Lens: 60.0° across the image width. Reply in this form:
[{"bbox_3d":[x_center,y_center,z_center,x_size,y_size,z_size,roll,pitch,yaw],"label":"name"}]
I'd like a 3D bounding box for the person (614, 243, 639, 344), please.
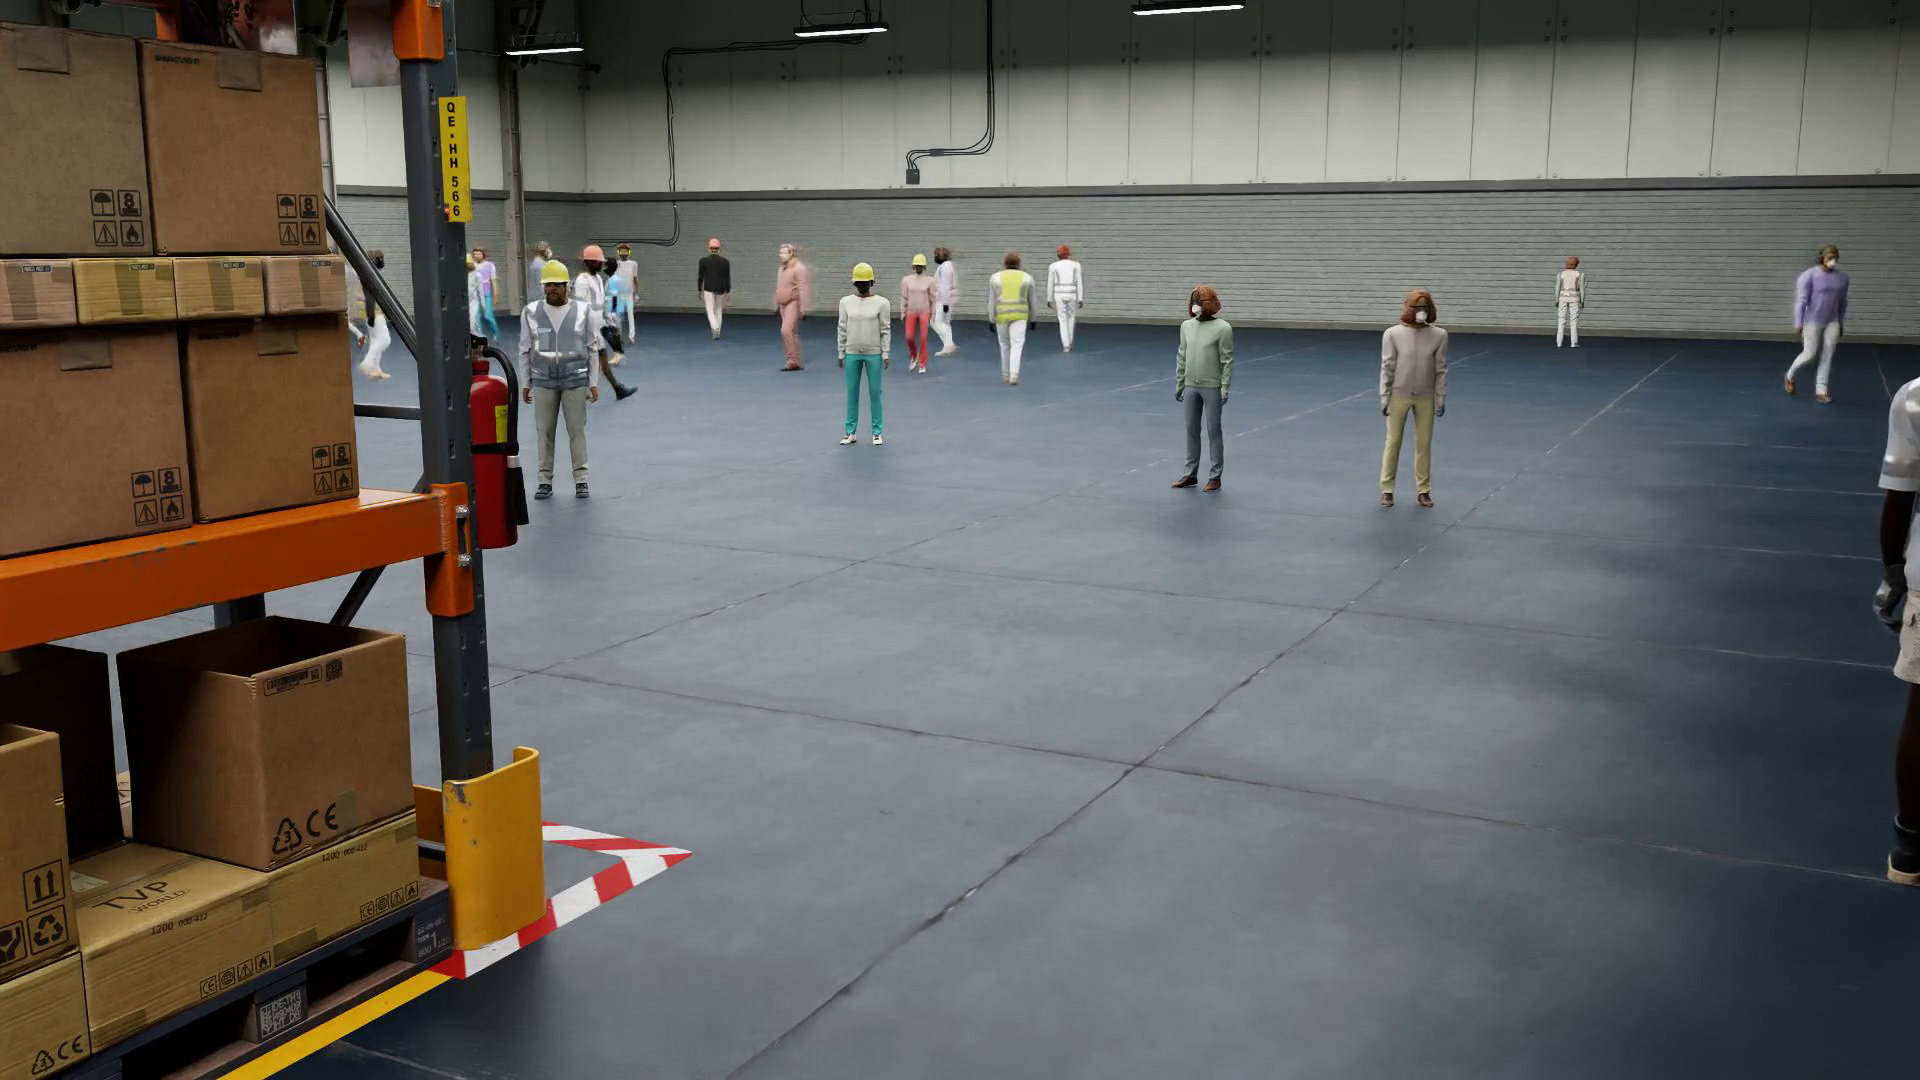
[{"bbox_3d":[-6.225,-4.561,30.886,0.510,1.871,0.329,-2,11,-10],"label":"person"}]

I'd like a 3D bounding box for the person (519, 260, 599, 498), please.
[{"bbox_3d":[-3.087,-1.231,12.821,0.600,1.831,0.404,-2,11,-9],"label":"person"}]

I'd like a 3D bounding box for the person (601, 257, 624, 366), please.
[{"bbox_3d":[-5.372,-3.511,25.639,0.379,1.685,0.551,-2,11,-12],"label":"person"}]

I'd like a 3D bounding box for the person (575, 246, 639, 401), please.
[{"bbox_3d":[-4.427,-2.648,20.387,0.978,1.882,0.565,1,10,7],"label":"person"}]

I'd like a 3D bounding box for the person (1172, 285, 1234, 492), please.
[{"bbox_3d":[1.928,-1.203,13.213,0.507,1.631,0.266,10,14,42],"label":"person"}]

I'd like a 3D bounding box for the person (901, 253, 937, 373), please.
[{"bbox_3d":[-0.602,-3.322,24.433,0.541,1.750,0.391,1,10,6],"label":"person"}]

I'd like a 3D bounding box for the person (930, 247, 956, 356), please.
[{"bbox_3d":[-0.288,-3.970,27.787,0.441,1.832,0.644,0,10,2],"label":"person"}]

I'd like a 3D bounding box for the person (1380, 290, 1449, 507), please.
[{"bbox_3d":[3.377,-1.048,12.403,0.500,1.626,0.299,0,10,1],"label":"person"}]

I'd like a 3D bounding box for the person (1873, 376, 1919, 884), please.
[{"bbox_3d":[3.127,0.123,5.073,0.602,1.967,0.370,10,14,43],"label":"person"}]

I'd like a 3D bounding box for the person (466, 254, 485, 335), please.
[{"bbox_3d":[-8.500,-4.104,28.854,0.495,1.696,0.923,4,11,19],"label":"person"}]

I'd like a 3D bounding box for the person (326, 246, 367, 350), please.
[{"bbox_3d":[-10.831,-4.196,28.994,0.524,1.845,0.805,10,14,42],"label":"person"}]

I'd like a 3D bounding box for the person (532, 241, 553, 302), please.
[{"bbox_3d":[-6.722,-3.865,26.918,0.442,1.929,0.649,-3,11,-15],"label":"person"}]

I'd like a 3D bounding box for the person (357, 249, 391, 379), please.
[{"bbox_3d":[-8.189,-3.149,23.300,0.440,1.823,0.646,-2,11,-12],"label":"person"}]

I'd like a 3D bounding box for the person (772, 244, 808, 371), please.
[{"bbox_3d":[-2.604,-3.455,24.784,0.613,1.886,0.680,-7,13,-35],"label":"person"}]

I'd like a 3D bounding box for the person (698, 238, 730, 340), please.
[{"bbox_3d":[-4.741,-4.850,32.192,0.609,1.969,0.879,-4,11,-20],"label":"person"}]

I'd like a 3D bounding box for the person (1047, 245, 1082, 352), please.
[{"bbox_3d":[1.817,-4.222,29.078,0.599,1.843,0.921,-1,10,-4],"label":"person"}]

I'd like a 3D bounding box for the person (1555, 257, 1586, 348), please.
[{"bbox_3d":[10.989,-4.277,29.971,0.521,1.636,0.311,7,12,33],"label":"person"}]

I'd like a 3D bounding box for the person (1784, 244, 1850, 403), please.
[{"bbox_3d":[10.475,-2.648,20.336,0.640,1.923,0.670,-1,10,-6],"label":"person"}]

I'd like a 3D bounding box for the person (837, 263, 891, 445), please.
[{"bbox_3d":[-0.932,-1.790,16.078,0.522,1.761,0.321,2,11,9],"label":"person"}]

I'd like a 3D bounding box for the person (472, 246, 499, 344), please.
[{"bbox_3d":[-8.716,-4.462,30.462,0.592,1.823,0.628,3,11,15],"label":"person"}]

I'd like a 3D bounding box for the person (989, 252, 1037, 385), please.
[{"bbox_3d":[0.715,-3.011,22.674,0.640,1.797,0.980,1,10,5],"label":"person"}]
